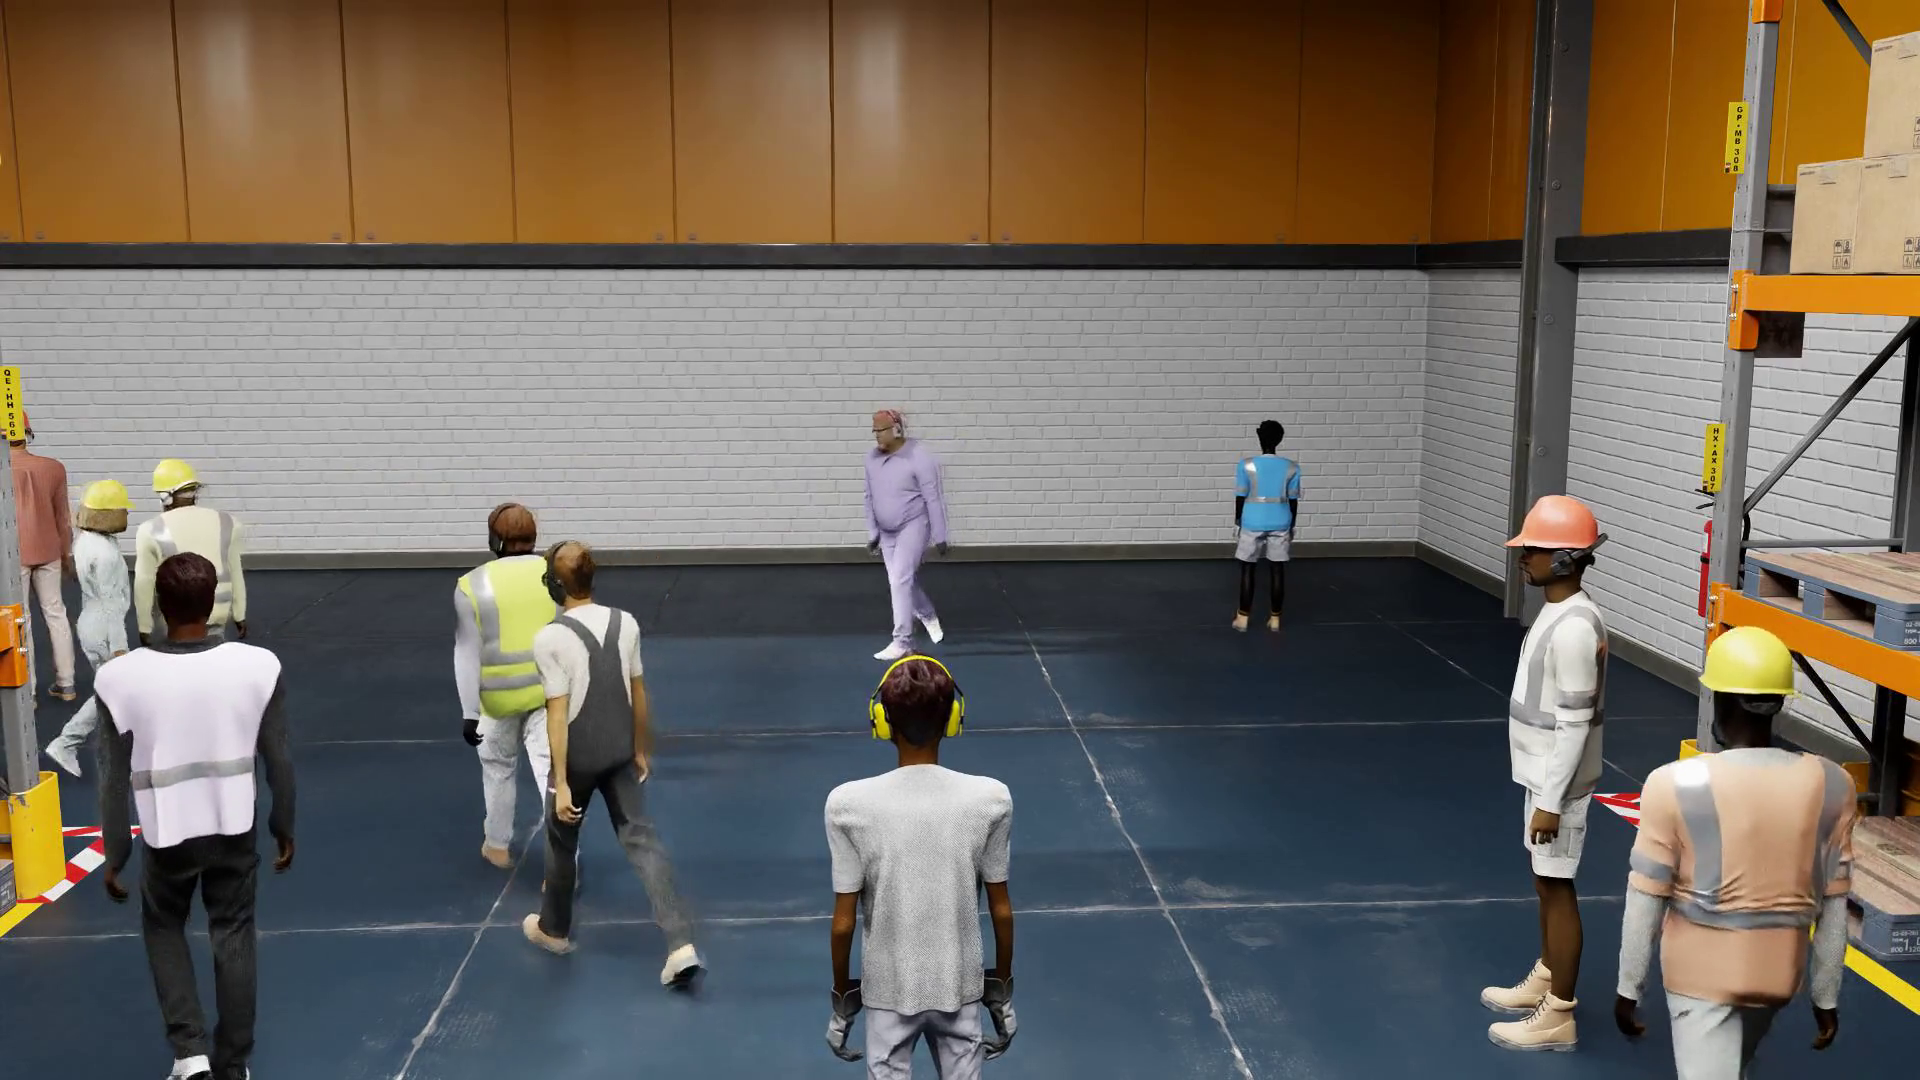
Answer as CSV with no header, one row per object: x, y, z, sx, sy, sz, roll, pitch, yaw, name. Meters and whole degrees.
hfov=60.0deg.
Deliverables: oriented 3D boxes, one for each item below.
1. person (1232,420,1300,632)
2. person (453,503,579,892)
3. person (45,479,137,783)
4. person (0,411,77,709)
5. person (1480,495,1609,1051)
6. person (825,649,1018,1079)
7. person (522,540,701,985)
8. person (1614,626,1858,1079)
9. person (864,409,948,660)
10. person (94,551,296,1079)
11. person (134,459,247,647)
2.433,-0.105,13.220,0.539,1.693,0.320,-1,9,-5,person
-2.016,0.718,7.704,0.634,1.801,0.964,-5,10,-29,person
-4.727,0.527,9.143,0.455,1.727,0.487,-8,12,-39,person
-6.141,0.110,10.917,0.391,1.990,0.623,6,11,31,person
2.154,0.852,6.103,0.371,2.044,0.608,2,9,14,person
-0.100,1.209,4.401,0.512,1.873,0.328,-1,9,-9,person
-1.429,0.892,6.687,1.023,1.800,0.529,9,13,44,person
2.126,1.180,4.524,0.597,1.896,0.922,-1,9,-5,person
-0.364,-0.068,12.463,0.780,1.862,0.654,-8,12,-42,person
-2.585,0.987,5.672,0.624,1.906,0.458,-5,10,-29,person
-4.446,0.419,9.662,0.928,1.785,0.598,8,12,42,person
